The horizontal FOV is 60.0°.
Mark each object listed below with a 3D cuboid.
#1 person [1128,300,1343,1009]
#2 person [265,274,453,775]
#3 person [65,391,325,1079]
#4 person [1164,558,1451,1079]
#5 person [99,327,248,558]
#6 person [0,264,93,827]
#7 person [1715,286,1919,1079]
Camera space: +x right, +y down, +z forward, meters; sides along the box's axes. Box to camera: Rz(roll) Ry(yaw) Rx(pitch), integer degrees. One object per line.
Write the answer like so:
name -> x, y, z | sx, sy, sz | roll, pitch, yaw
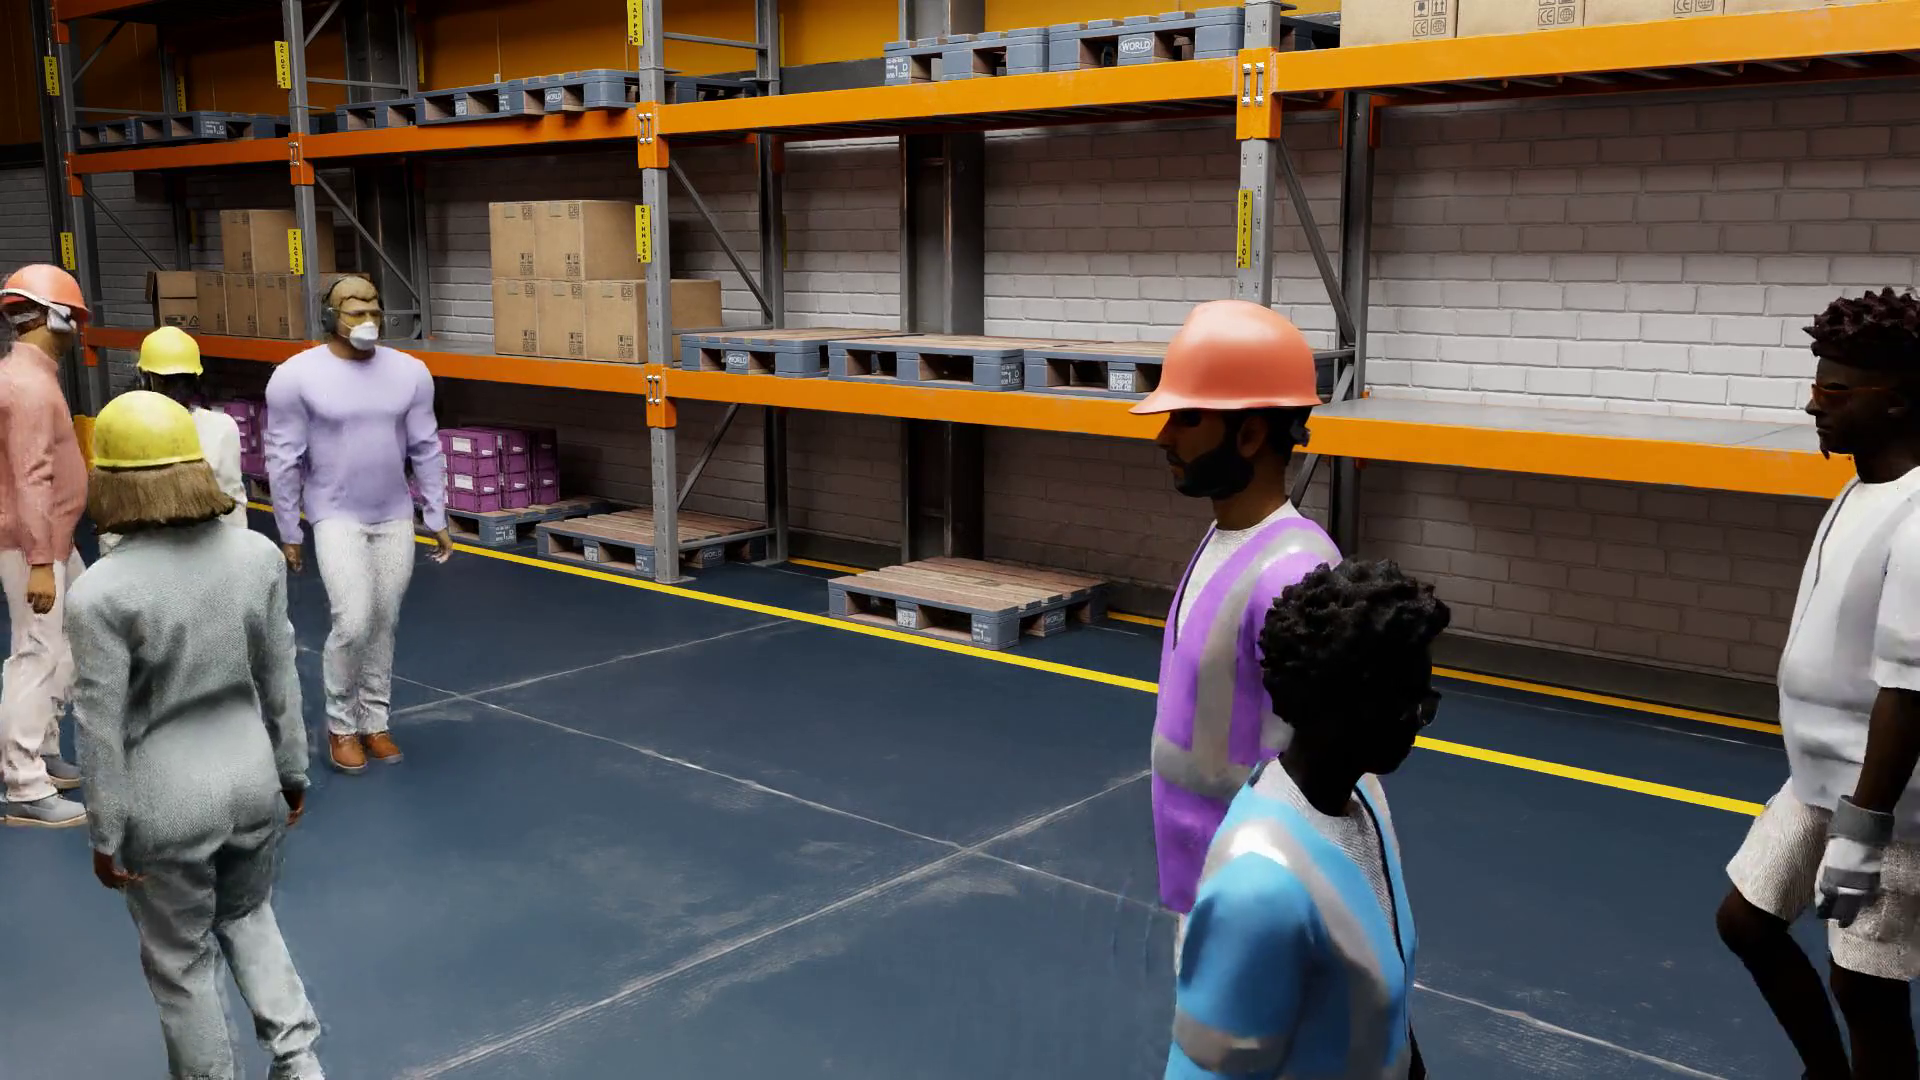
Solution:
person -> 0.453, 0.573, 2.812 | 0.358, 1.938, 0.548 | -1, 10, -5
person -> -2.288, -0.053, 6.416 | 0.518, 1.921, 0.628 | 10, 14, 44
person -> -1.630, 0.545, 3.553 | 0.393, 1.730, 0.508 | 6, 12, 32
person -> 0.404, 0.828, 2.205 | 0.861, 1.645, 0.535 | 4, 11, 20
person -> -2.956, 0.072, 6.219 | 0.553, 1.747, 0.523 | 8, 13, 38
person -> -3.273, 0.013, 5.933 | 0.491, 1.963, 0.702 | -6, 11, -29
person -> 1.768, 0.484, 3.302 | 0.439, 1.951, 0.607 | 2, 10, 11
